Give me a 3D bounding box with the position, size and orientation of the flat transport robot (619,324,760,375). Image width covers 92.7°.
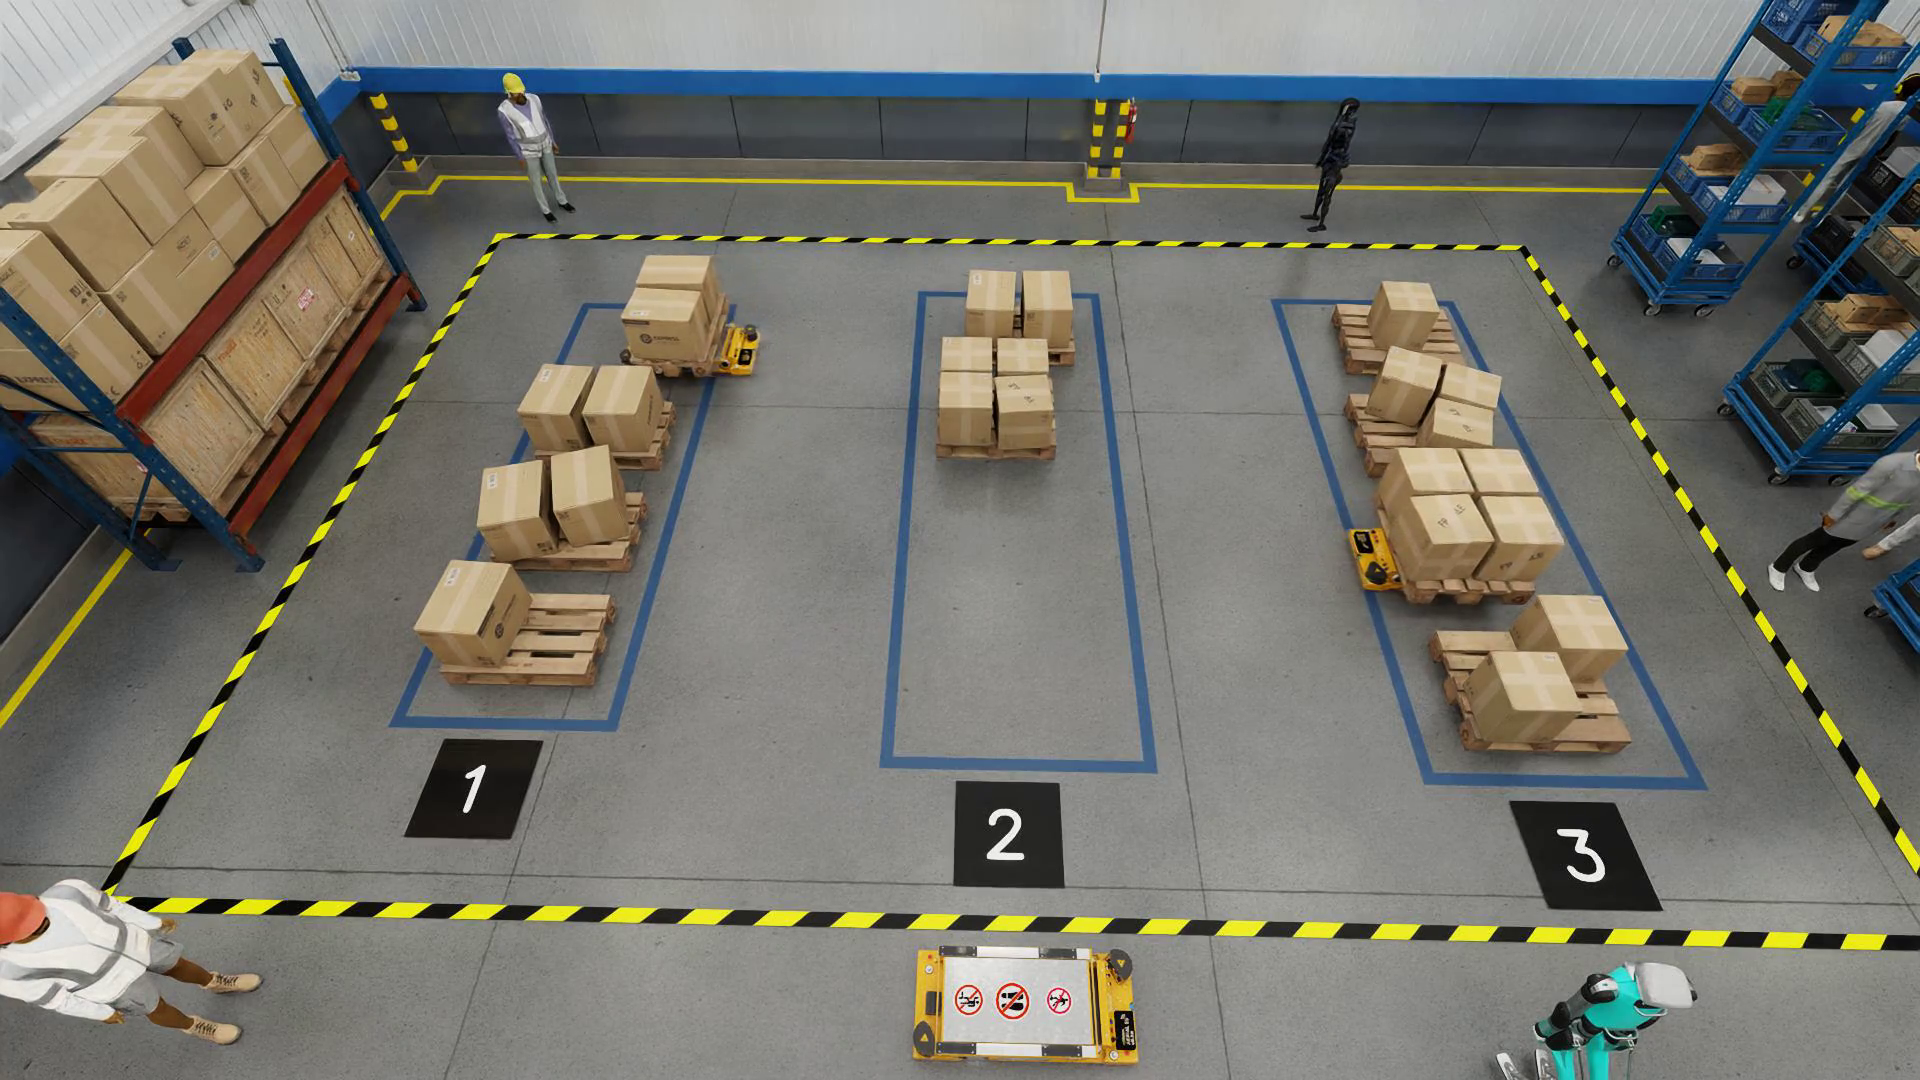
[{"bbox_3d":[-3.003,-2.140,10.212,1.431,0.197,0.652,1,51,1],"label":"flat transport robot"}]

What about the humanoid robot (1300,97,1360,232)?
[{"bbox_3d":[4.606,-4.638,11.348,0.315,1.657,0.599,-1,51,0],"label":"humanoid robot"}]

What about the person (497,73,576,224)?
[{"bbox_3d":[-5.308,-4.909,11.478,0.404,1.834,0.589,32,57,23],"label":"person"}]

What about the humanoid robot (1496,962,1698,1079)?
[{"bbox_3d":[3.555,2.907,5.082,0.533,1.677,0.735,0,51,0],"label":"humanoid robot"}]

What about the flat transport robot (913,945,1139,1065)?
[{"bbox_3d":[0.422,3.041,6.007,1.431,0.231,0.659,1,51,1],"label":"flat transport robot"}]

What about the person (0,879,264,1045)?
[{"bbox_3d":[-4.867,2.467,5.331,0.371,2.043,0.604,-1,51,-1],"label":"person"}]

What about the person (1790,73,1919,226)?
[{"bbox_3d":[11.159,-4.812,11.383,0.506,1.864,0.313,11,52,9],"label":"person"}]

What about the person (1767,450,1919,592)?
[{"bbox_3d":[7.567,-0.206,7.632,0.598,1.850,0.386,2,51,1],"label":"person"}]

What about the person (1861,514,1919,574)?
[{"bbox_3d":[8.611,-0.331,7.740,0.430,1.845,0.618,-21,54,-16],"label":"person"}]

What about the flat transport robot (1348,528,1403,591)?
[{"bbox_3d":[4.354,0.149,8.346,1.431,0.197,0.652,1,51,1],"label":"flat transport robot"}]
